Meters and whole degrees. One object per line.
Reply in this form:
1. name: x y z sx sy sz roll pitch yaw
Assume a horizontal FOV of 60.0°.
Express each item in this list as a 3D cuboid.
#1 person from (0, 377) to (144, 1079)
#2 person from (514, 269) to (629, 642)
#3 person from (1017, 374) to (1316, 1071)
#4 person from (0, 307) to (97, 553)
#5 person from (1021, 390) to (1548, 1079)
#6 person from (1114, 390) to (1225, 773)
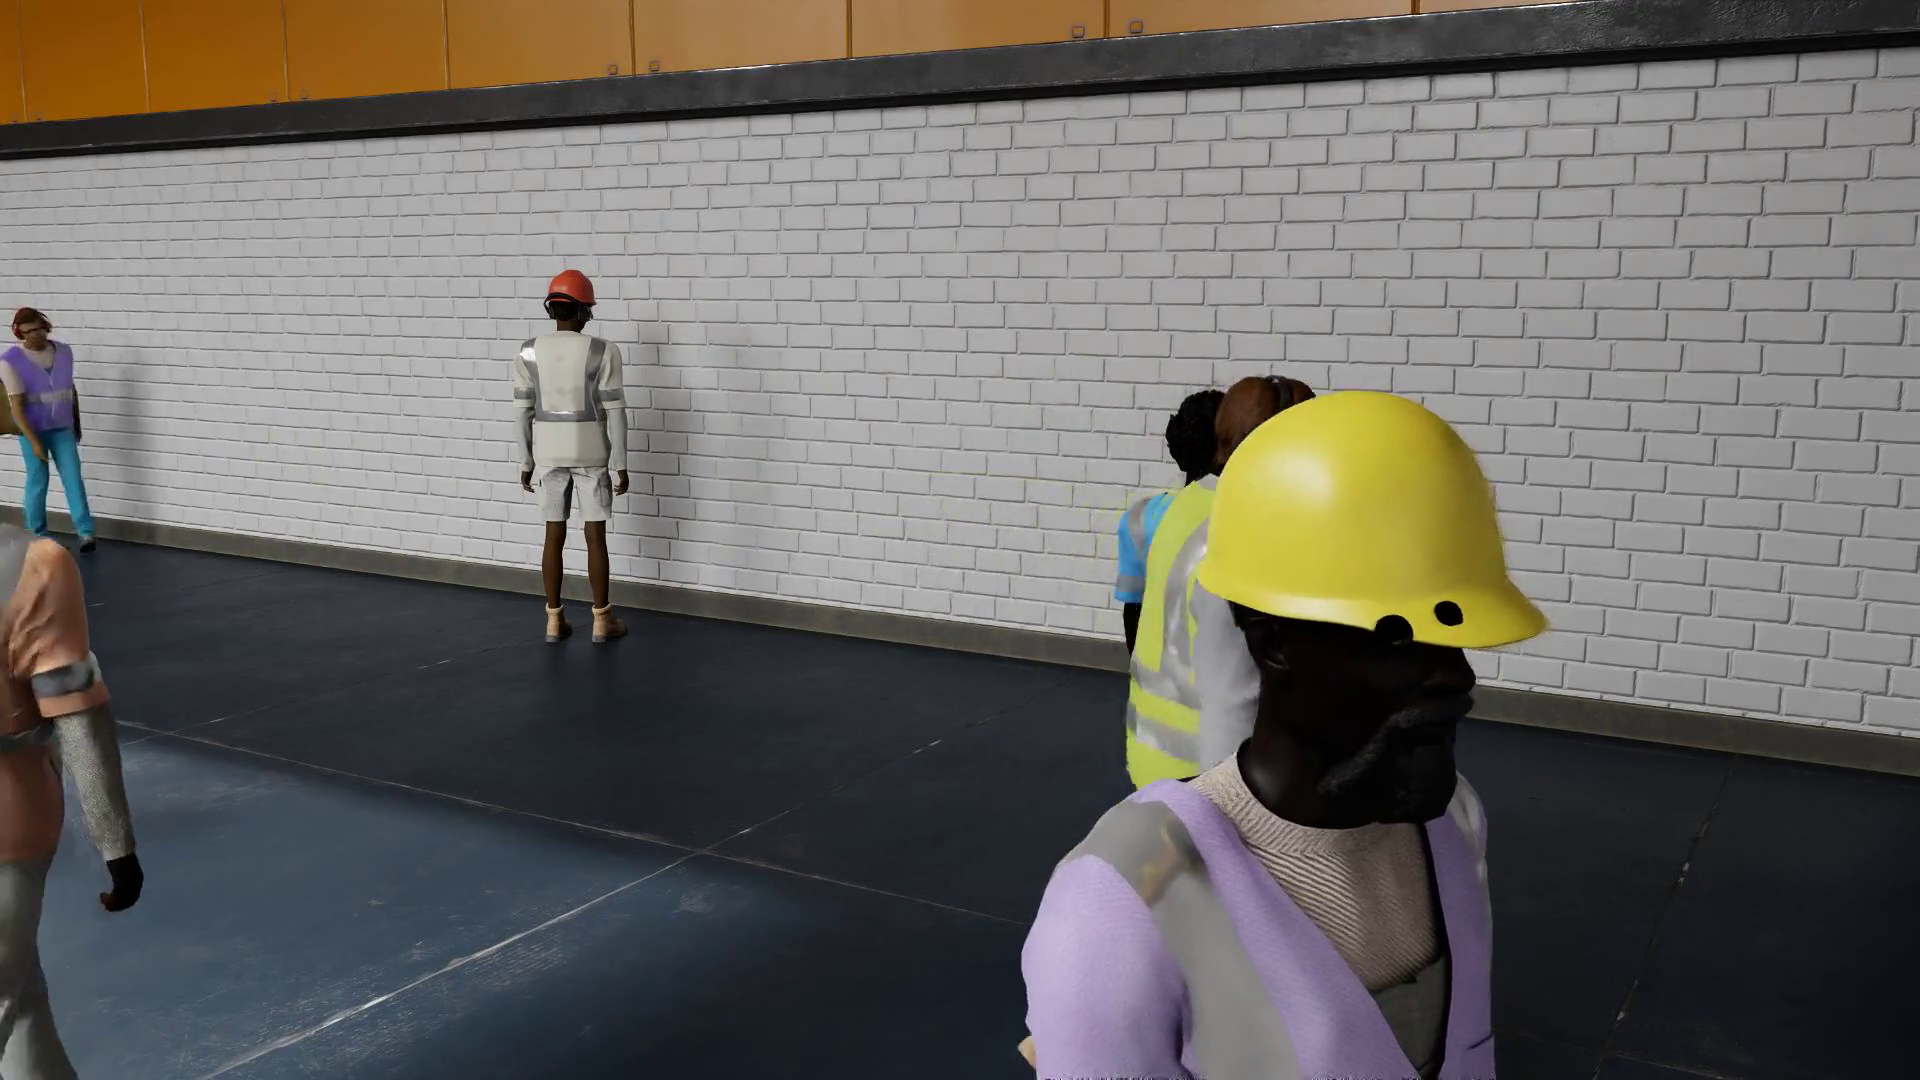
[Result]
1. person: -2.001 0.563 3.316 0.602 1.885 0.976 1 9 9
2. person: -2.117 -0.454 9.145 0.616 2.041 0.382 1 9 4
3. person: 0.497 0.538 3.700 0.650 1.817 0.656 0 9 -3
4. person: -6.493 -0.764 11.887 0.825 1.783 0.638 6 11 32
5. person: 0.307 0.826 1.521 0.590 1.926 0.388 -9 13 -44
6. person: 0.686 0.424 4.741 0.530 1.697 0.321 8 12 39
